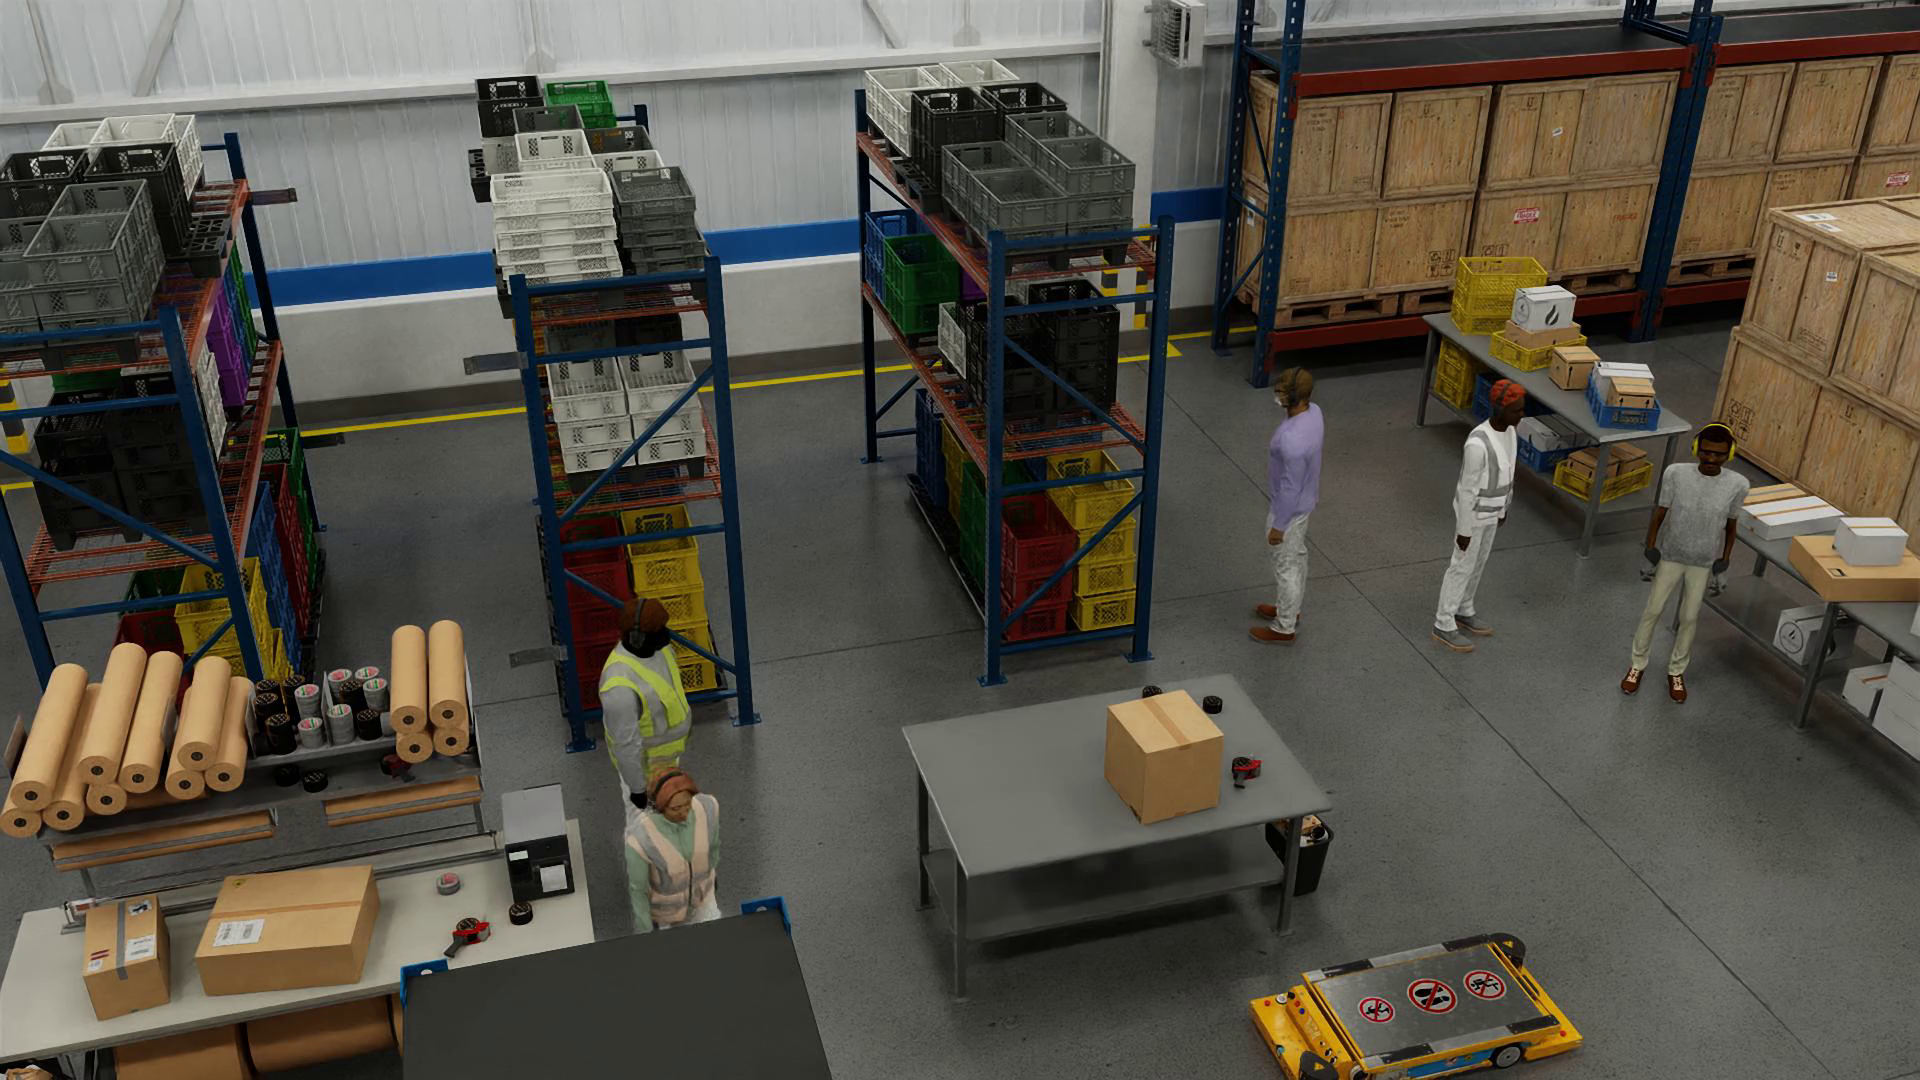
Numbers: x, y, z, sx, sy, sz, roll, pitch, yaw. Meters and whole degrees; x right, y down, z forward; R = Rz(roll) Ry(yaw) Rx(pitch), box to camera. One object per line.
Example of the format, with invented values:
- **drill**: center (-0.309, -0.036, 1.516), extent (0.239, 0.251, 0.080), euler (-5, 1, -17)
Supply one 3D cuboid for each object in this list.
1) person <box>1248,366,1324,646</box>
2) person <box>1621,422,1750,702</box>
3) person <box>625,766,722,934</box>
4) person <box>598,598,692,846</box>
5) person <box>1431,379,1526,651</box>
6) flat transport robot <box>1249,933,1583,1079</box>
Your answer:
- **person**: center (2.139, -0.219, 10.814), extent (0.355, 1.936, 0.635), euler (11, 31, 19)
- **person**: center (4.472, 0.136, 10.238), extent (0.514, 1.872, 0.328), euler (10, 30, 17)
- **person**: center (-1.289, 1.693, 7.686), extent (0.524, 1.580, 0.876), euler (-22, 35, -34)
- **person**: center (-1.580, 1.097, 8.530), extent (0.429, 1.836, 0.631), euler (4, 29, 7)
- **person**: center (3.379, -0.172, 10.793), extent (0.343, 1.878, 0.581), euler (22, 36, 35)
- **flat transport robot**: center (2.184, 2.282, 7.980), extent (1.431, 0.197, 0.652), euler (-8, 30, -14)
